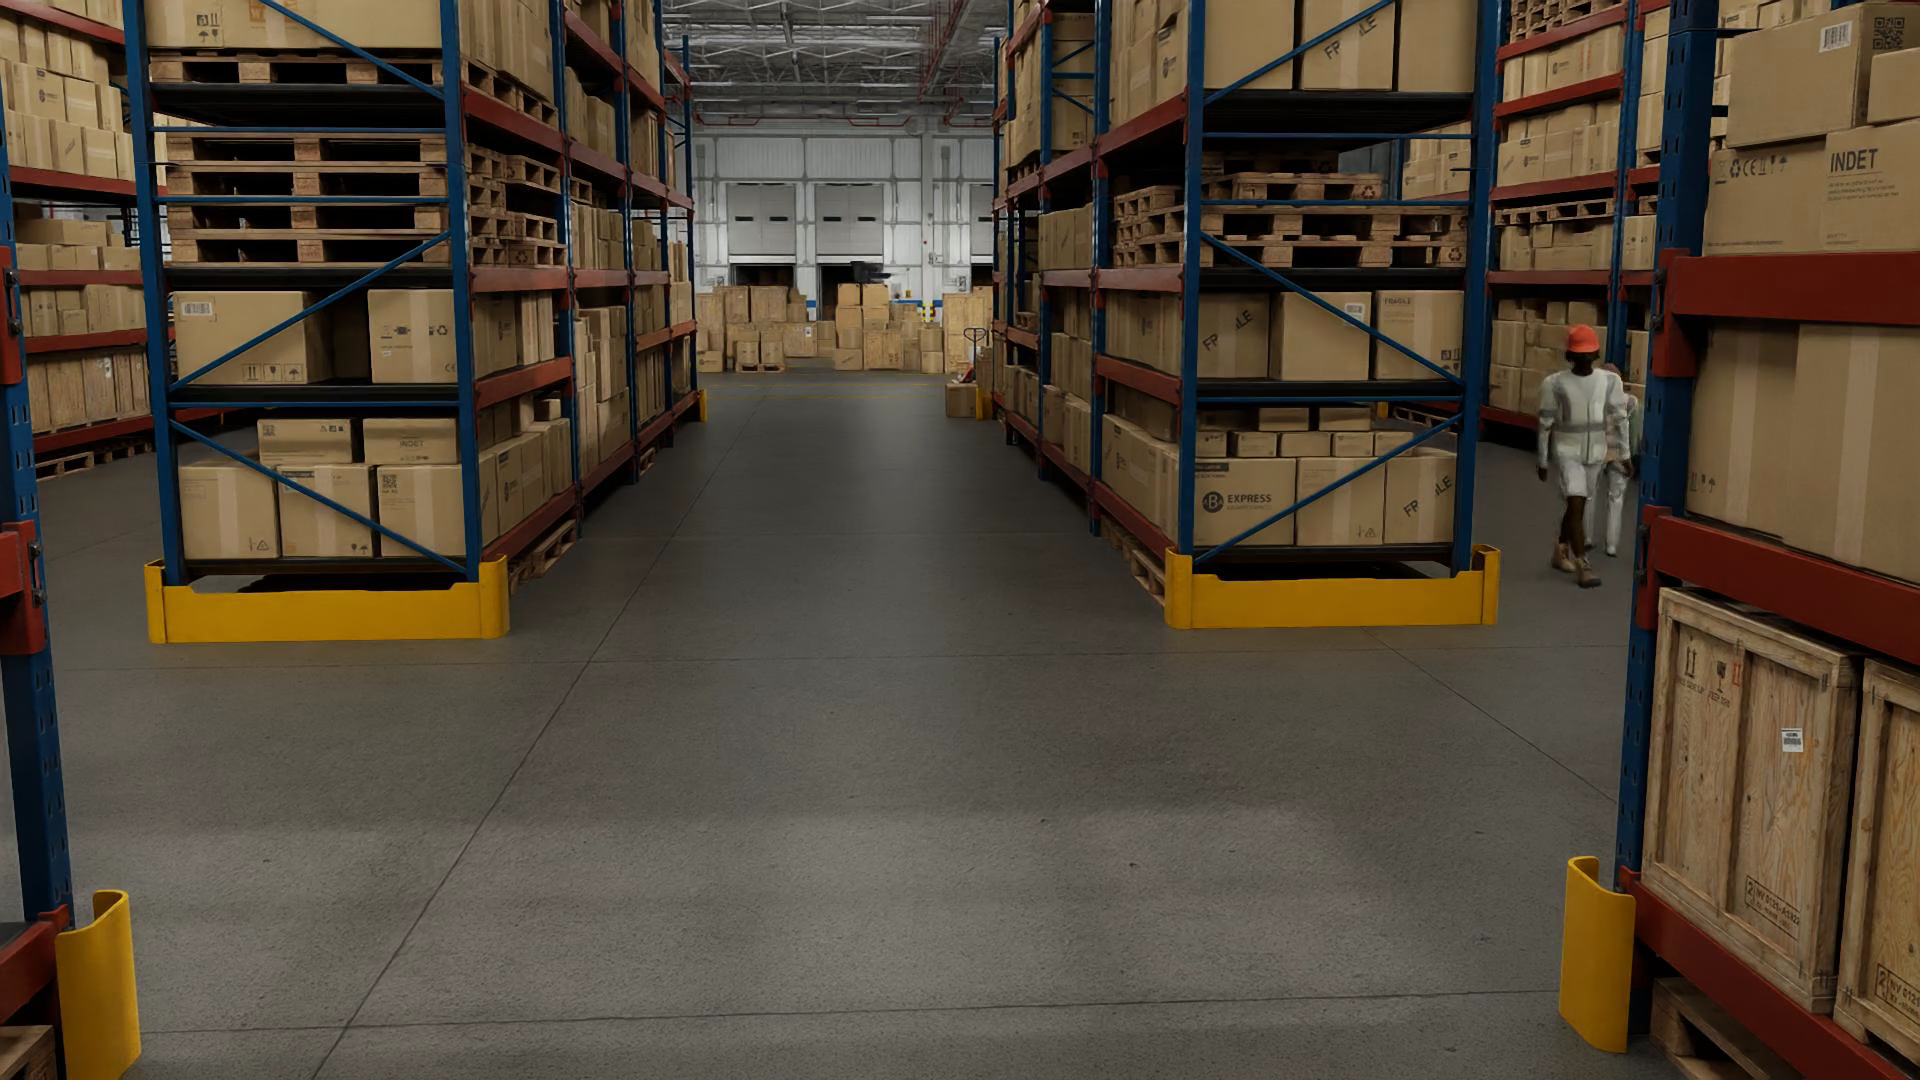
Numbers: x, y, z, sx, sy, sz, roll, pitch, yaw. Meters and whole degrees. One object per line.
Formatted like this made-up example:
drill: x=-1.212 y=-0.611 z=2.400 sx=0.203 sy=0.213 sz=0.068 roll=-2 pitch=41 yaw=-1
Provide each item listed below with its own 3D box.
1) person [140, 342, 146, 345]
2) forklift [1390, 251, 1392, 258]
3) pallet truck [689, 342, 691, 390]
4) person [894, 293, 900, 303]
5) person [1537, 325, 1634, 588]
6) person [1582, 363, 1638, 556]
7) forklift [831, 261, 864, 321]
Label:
person: x=-27.451 y=-7.554 z=56.033 sx=0.379 sy=1.996 sz=0.609 roll=1 pitch=9 yaw=8
forklift: x=7.786 y=-4.157 z=31.934 sx=1.873 sy=2.768 sz=1.129 roll=-6 pitch=11 yaw=-35
pallet truck: x=-5.225 y=-3.008 z=27.480 sx=1.885 sy=1.965 sz=0.823 roll=2 pitch=9 yaw=14
person: x=-2.478 y=-9.258 z=67.895 sx=0.687 sy=1.610 sz=0.543 roll=-3 pitch=9 yaw=-16
person: x=4.776 y=-0.661 z=12.836 sx=0.620 sy=1.988 sz=1.090 roll=0 pitch=9 yaw=-2
person: x=5.475 y=-0.687 z=14.119 sx=0.536 sy=1.611 sz=0.683 roll=1 pitch=9 yaw=9
forklift: x=-3.331 y=-7.829 z=54.991 sx=1.873 sy=2.768 sz=1.129 roll=-1 pitch=9 yaw=-4
